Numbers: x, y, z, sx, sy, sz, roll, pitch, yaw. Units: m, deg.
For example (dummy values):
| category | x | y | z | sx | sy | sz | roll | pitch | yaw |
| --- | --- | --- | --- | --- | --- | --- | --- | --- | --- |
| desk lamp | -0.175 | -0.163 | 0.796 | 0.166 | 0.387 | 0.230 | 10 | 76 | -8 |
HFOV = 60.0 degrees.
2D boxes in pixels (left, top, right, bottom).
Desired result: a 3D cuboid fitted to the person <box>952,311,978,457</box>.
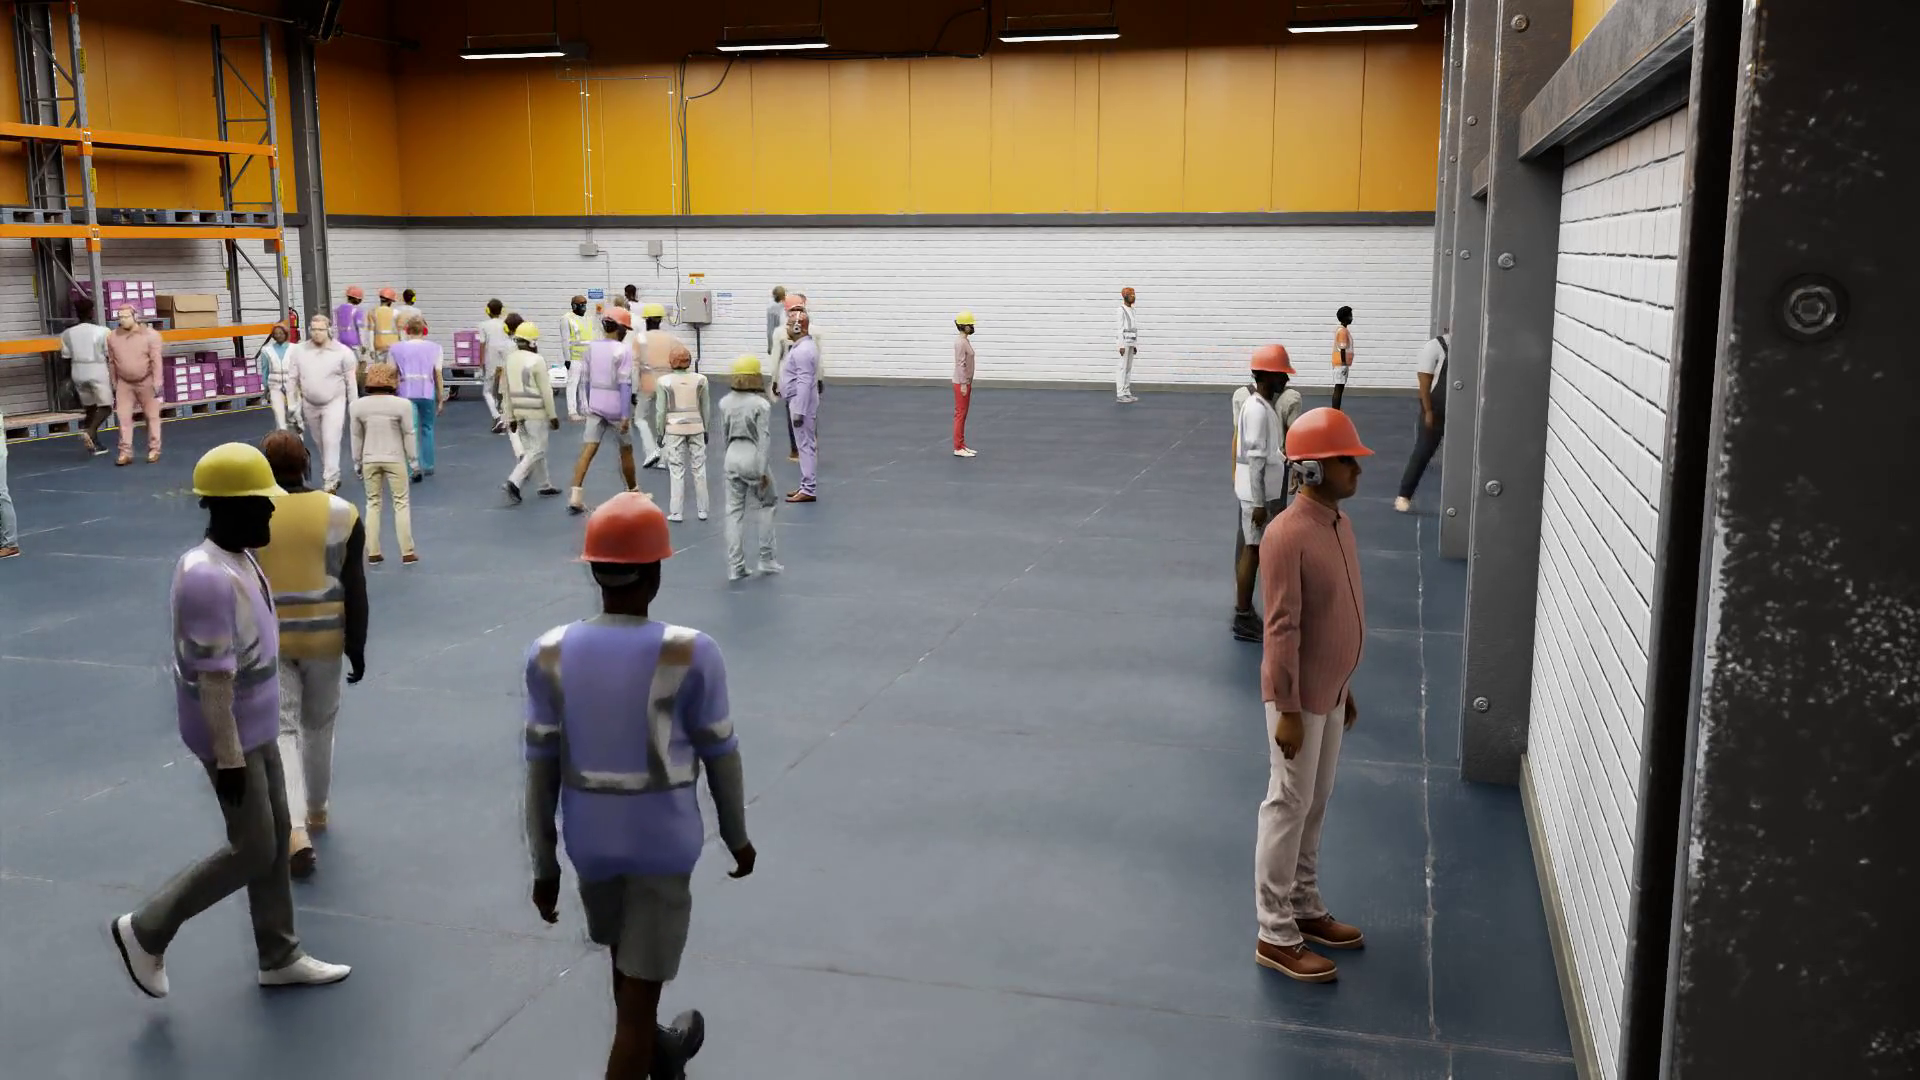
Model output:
| category | x | y | z | sx | sy | sz | roll | pitch | yaw |
| --- | --- | --- | --- | --- | --- | --- | --- | --- | --- |
| person | 0.063 | -1.900 | 20.290 | 0.310 | 1.769 | 0.525 | 1 | 10 | 6 |

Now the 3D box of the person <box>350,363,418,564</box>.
| category | x | y | z | sx | sy | sz | roll | pitch | yaw |
| --- | --- | --- | --- | --- | --- | --- | --- | --- | --- |
| person | -4.627 | -0.607 | 13.373 | 0.506 | 1.628 | 0.276 | 0 | 10 | -2 |

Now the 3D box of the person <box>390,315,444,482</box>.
| category | x | y | z | sx | sy | sz | roll | pitch | yaw |
| --- | --- | --- | --- | --- | --- | --- | --- | --- | --- |
| person | -5.949 | -1.557 | 18.239 | 0.583 | 1.812 | 0.909 | -3 | 10 | -15 |

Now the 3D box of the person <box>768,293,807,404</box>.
| category | x | y | z | sx | sy | sz | roll | pitch | yaw |
| --- | --- | --- | --- | --- | --- | --- | --- | --- | --- |
| person | -2.683 | -3.000 | 26.368 | 0.592 | 1.815 | 0.654 | 5 | 11 | 27 |

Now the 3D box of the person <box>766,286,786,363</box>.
| category | x | y | z | sx | sy | sz | roll | pitch | yaw |
| --- | --- | --- | --- | --- | --- | --- | --- | --- | --- |
| person | -2.886 | -3.232 | 27.444 | 0.665 | 1.901 | 0.626 | -9 | 13 | -41 |

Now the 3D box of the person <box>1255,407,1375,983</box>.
| category | x | y | z | sx | sy | sz | roll | pitch | yaw |
| --- | --- | --- | --- | --- | --- | --- | --- | --- | --- |
| person | 1.246 | 0.530 | 5.874 | 0.376 | 1.997 | 0.612 | 6 | 12 | 31 |

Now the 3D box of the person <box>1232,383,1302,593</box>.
| category | x | y | z | sx | sy | sz | roll | pitch | yaw |
| --- | --- | --- | --- | --- | --- | --- | --- | --- | --- |
| person | 2.240 | -0.506 | 12.194 | 0.505 | 1.842 | 0.332 | 3 | 10 | 17 |

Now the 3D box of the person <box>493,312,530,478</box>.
| category | x | y | z | sx | sy | sz | roll | pitch | yaw |
| --- | --- | --- | --- | --- | --- | --- | --- | --- | --- |
| person | -4.871 | -1.590 | 18.366 | 0.521 | 1.837 | 0.809 | -5 | 11 | -27 |

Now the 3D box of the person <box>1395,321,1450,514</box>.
| category | x | y | z | sx | sy | sz | roll | pitch | yaw |
| --- | --- | --- | --- | --- | --- | --- | --- | --- | --- |
| person | 4.609 | -1.240 | 15.771 | 0.874 | 2.000 | 0.642 | -2 | 10 | -13 |

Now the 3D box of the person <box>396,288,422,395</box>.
| category | x | y | z | sx | sy | sz | roll | pitch | yaw |
| --- | --- | --- | --- | --- | --- | --- | --- | --- | --- |
| person | -9.414 | -3.363 | 28.376 | 0.535 | 1.842 | 0.759 | 1 | 10 | 7 |

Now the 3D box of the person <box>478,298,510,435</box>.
| category | x | y | z | sx | sy | sz | roll | pitch | yaw |
| --- | --- | --- | --- | --- | --- | --- | --- | --- | --- |
| person | -6.296 | -2.350 | 22.570 | 0.563 | 1.853 | 0.390 | -8 | 13 | -37 |

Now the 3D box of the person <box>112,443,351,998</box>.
| category | x | y | z | sx | sy | sz | roll | pitch | yaw |
| --- | --- | --- | --- | --- | --- | --- | --- | --- | --- |
| person | -2.472 | 0.627 | 5.566 | 0.638 | 1.913 | 0.607 | -2 | 10 | -11 |

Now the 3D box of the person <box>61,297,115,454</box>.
| category | x | y | z | sx | sy | sz | roll | pitch | yaw |
| --- | --- | --- | --- | --- | --- | --- | --- | --- | --- |
| person | -10.588 | -1.976 | 20.213 | 0.624 | 1.942 | 0.709 | 0 | 10 | 0 |

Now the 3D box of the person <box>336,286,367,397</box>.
| category | x | y | z | sx | sy | sz | roll | pitch | yaw |
| --- | --- | --- | --- | --- | --- | --- | --- | --- | --- |
| person | -10.303 | -3.347 | 28.172 | 0.577 | 1.901 | 0.425 | 4 | 11 | 19 |

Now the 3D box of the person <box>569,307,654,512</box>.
| category | x | y | z | sx | sy | sz | roll | pitch | yaw |
| --- | --- | --- | --- | --- | --- | --- | --- | --- | --- |
| person | -3.435 | -1.259 | 16.096 | 0.658 | 1.978 | 1.081 | 5 | 11 | 28 |

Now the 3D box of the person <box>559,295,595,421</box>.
| category | x | y | z | sx | sy | sz | roll | pitch | yaw |
| --- | --- | --- | --- | --- | --- | --- | --- | --- | --- |
| person | -5.584 | -2.678 | 24.482 | 0.430 | 1.843 | 0.625 | 6 | 12 | 32 |

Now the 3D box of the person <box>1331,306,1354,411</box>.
| category | x | y | z | sx | sy | sz | roll | pitch | yaw |
| --- | --- | --- | --- | --- | --- | --- | --- | --- | --- |
| person | 5.525 | -2.524 | 24.015 | 0.318 | 1.696 | 0.536 | 2 | 10 | 10 |

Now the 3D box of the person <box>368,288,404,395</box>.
| category | x | y | z | sx | sy | sz | roll | pitch | yaw |
| --- | --- | --- | --- | --- | --- | --- | --- | --- | --- |
| person | -9.364 | -3.166 | 27.139 | 0.544 | 1.891 | 0.903 | -2 | 10 | -11 |

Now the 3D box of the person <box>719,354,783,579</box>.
| category | x | y | z | sx | sy | sz | roll | pitch | yaw |
| --- | --- | --- | --- | --- | --- | --- | --- | --- | --- |
| person | -1.620 | -0.570 | 12.892 | 0.493 | 1.722 | 0.601 | 4 | 11 | 23 |

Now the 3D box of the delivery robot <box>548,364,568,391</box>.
| category | x | y | z | sx | sy | sz | roll | pitch | yaw |
| --- | --- | --- | --- | --- | --- | --- | --- | --- | --- |
| delivery robot | -6.846 | -2.728 | 28.140 | 0.707 | 0.478 | 0.477 | 0 | 10 | 2 |

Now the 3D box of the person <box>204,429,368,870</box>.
| category | x | y | z | sx | sy | sz | roll | pitch | yaw |
| --- | --- | --- | --- | --- | --- | --- | --- | --- | --- |
| person | -2.799 | 0.438 | 6.948 | 0.635 | 1.808 | 0.916 | -5 | 11 | -27 |

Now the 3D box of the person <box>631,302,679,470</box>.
| category | x | y | z | sx | sy | sz | roll | pitch | yaw |
| --- | --- | --- | --- | --- | --- | --- | --- | --- | --- |
| person | -3.505 | -1.756 | 19.043 | 0.628 | 1.910 | 0.419 | -7 | 12 | -34 |

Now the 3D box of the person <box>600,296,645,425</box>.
| category | x | y | z | sx | sy | sz | roll | pitch | yaw |
| --- | --- | --- | --- | --- | --- | --- | --- | --- | --- |
| person | -4.699 | -2.503 | 23.453 | 0.704 | 1.852 | 1.060 | -1 | 10 | -4 |

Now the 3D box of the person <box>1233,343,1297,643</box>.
| category | x | y | z | sx | sy | sz | roll | pitch | yaw |
| --- | --- | --- | --- | --- | --- | --- | --- | --- | --- |
| person | 1.971 | -0.308 | 10.787 | 0.373 | 1.934 | 0.551 | 2 | 10 | 11 |

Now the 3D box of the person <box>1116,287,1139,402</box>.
| category | x | y | z | sx | sy | sz | roll | pitch | yaw |
| --- | --- | --- | --- | --- | --- | --- | --- | --- | --- |
| person | 2.753 | -3.207 | 27.356 | 0.355 | 1.885 | 0.575 | 5 | 11 | 27 |

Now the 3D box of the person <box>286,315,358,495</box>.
| category | x | y | z | sx | sy | sz | roll | pitch | yaw |
| --- | --- | --- | --- | --- | --- | --- | --- | --- | --- |
| person | -6.523 | -1.371 | 17.056 | 0.645 | 1.862 | 0.985 | 0 | 10 | 1 |

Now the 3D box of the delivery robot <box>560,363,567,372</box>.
| category | x | y | z | sx | sy | sz | roll | pitch | yaw |
| --- | --- | --- | --- | --- | --- | --- | --- | --- | --- |
| delivery robot | -6.760 | -2.815 | 28.632 | 0.707 | 0.478 | 0.477 | -2 | 10 | -12 |

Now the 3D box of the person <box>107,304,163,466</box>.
| category | x | y | z | sx | sy | sz | roll | pitch | yaw |
| --- | --- | --- | --- | --- | --- | --- | --- | --- | --- |
| person | -9.646 | -1.805 | 19.427 | 0.667 | 1.871 | 0.851 | -1 | 10 | -7 |

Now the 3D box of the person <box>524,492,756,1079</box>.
| category | x | y | z | sx | sy | sz | roll | pitch | yaw |
| --- | --- | --- | --- | --- | --- | --- | --- | --- | --- |
| person | -0.864 | 0.808 | 4.601 | 0.554 | 1.886 | 0.983 | 3 | 10 | 15 |

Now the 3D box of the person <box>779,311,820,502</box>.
| category | x | y | z | sx | sy | sz | roll | pitch | yaw |
| --- | --- | --- | --- | --- | --- | --- | --- | --- | --- |
| person | -1.607 | -1.332 | 16.672 | 0.403 | 1.911 | 0.637 | 0 | 10 | 0 |

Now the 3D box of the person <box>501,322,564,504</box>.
| category | x | y | z | sx | sy | sz | roll | pitch | yaw |
| --- | --- | --- | --- | --- | --- | --- | --- | --- | --- |
| person | -4.306 | -1.272 | 16.614 | 0.603 | 1.807 | 0.798 | 9 | 14 | 42 |

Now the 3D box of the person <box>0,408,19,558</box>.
| category | x | y | z | sx | sy | sz | roll | pitch | yaw |
| --- | --- | --- | --- | --- | --- | --- | --- | --- | --- |
| person | -7.972 | -0.659 | 13.634 | 0.502 | 1.631 | 0.285 | 10 | 14 | 44 |

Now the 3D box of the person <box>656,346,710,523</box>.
| category | x | y | z | sx | sy | sz | roll | pitch | yaw |
| --- | --- | --- | --- | --- | --- | --- | --- | --- | --- |
| person | -2.562 | -0.977 | 15.424 | 0.515 | 1.639 | 0.314 | -4 | 11 | -23 |

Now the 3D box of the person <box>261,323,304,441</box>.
| category | x | y | z | sx | sy | sz | roll | pitch | yaw |
| --- | --- | --- | --- | --- | --- | --- | --- | --- | --- |
| person | -8.412 | -1.904 | 20.727 | 0.522 | 1.621 | 0.610 | -3 | 10 | -17 |

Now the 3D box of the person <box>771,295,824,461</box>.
| category | x | y | z | sx | sy | sz | roll | pitch | yaw |
| --- | --- | --- | --- | --- | --- | --- | --- | --- | --- |
| person | -1.943 | -1.924 | 19.826 | 0.641 | 1.972 | 0.463 | -4 | 11 | -19 |

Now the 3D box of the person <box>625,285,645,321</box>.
| category | x | y | z | sx | sy | sz | roll | pitch | yaw |
| --- | --- | --- | --- | --- | --- | --- | --- | --- | --- |
| person | -5.895 | -3.663 | 30.039 | 0.981 | 1.876 | 0.601 | 6 | 11 | 29 |
